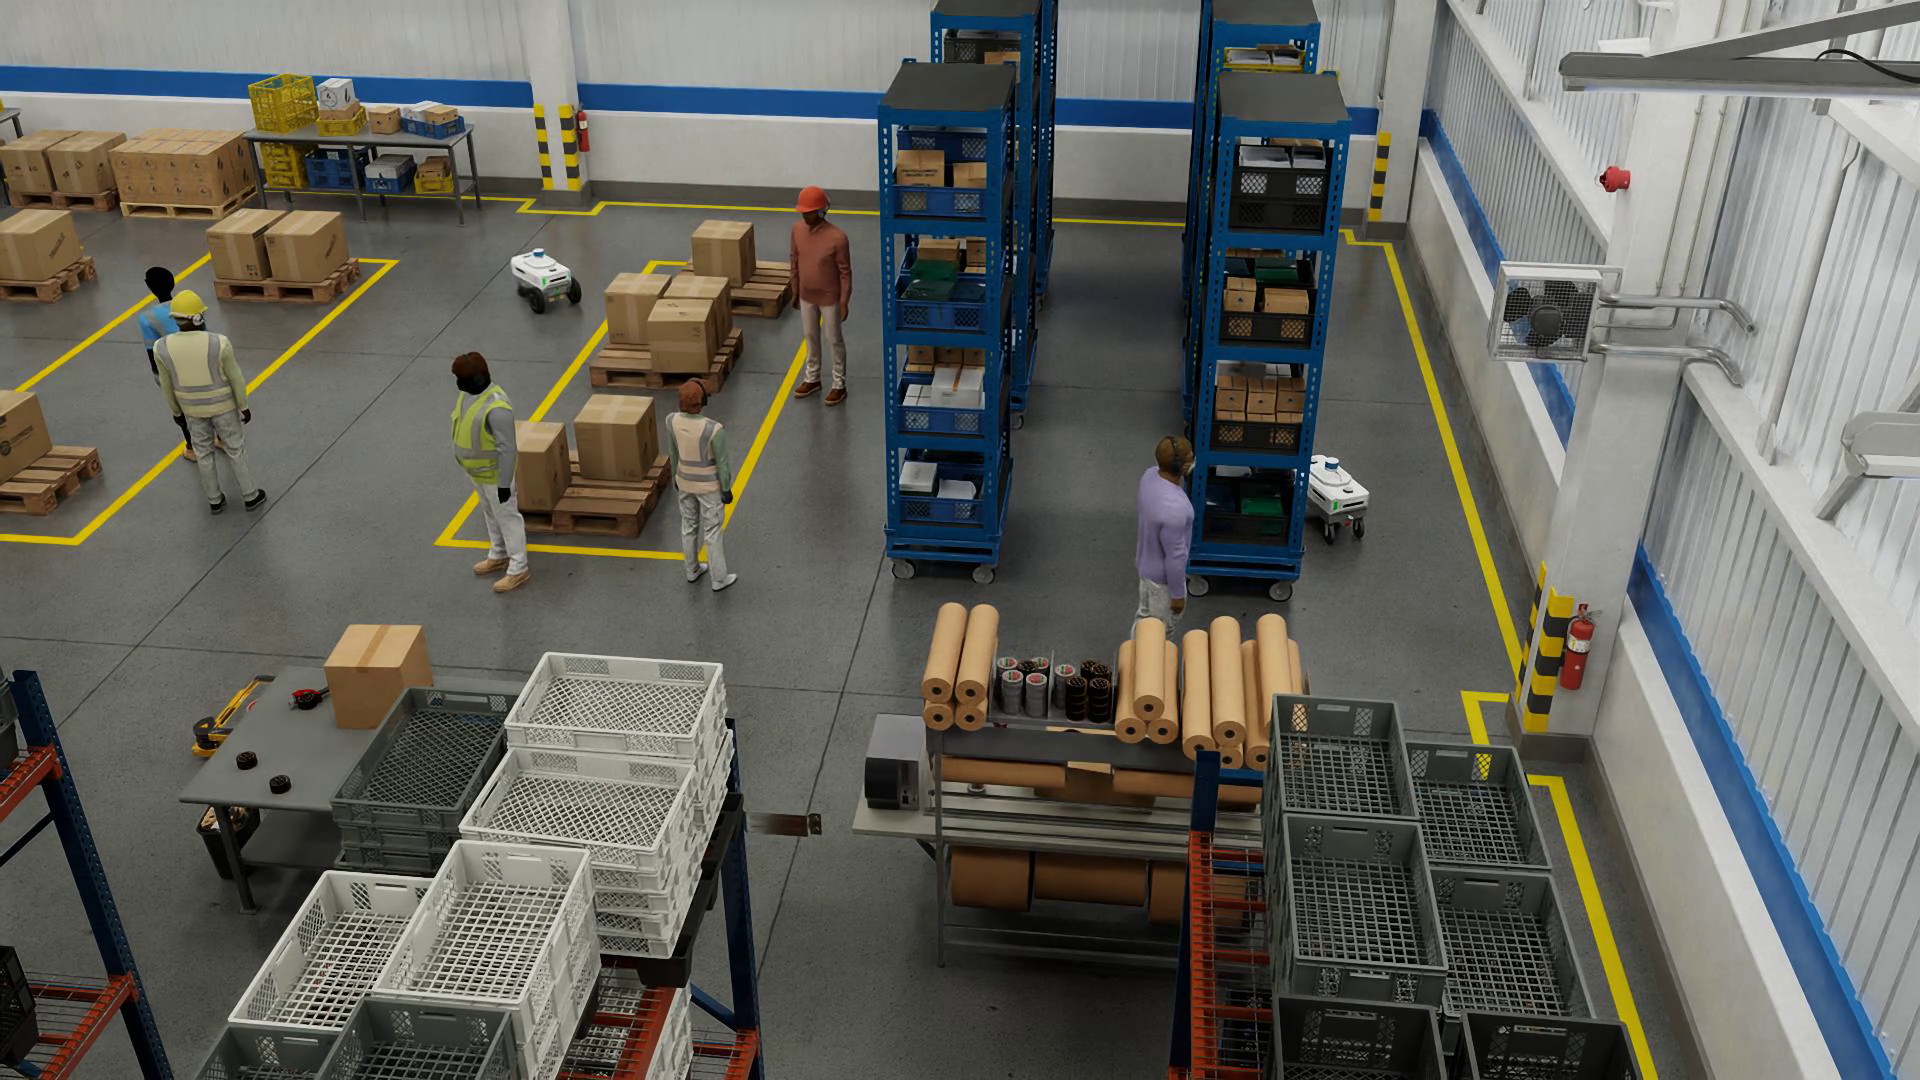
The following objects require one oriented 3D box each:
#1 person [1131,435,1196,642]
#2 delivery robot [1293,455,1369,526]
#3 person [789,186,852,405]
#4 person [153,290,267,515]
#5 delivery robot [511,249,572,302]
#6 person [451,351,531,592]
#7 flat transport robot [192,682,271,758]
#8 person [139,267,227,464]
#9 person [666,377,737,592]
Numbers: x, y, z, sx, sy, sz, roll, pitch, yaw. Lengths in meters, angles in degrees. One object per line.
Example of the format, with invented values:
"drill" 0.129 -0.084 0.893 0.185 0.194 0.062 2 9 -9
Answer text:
"person" 1.309 0.204 10.650 0.371 1.940 0.630 -6 31 -10
"delivery robot" 2.879 -0.409 12.979 0.477 0.478 0.707 -11 32 -18
"person" -1.242 -2.154 14.645 0.618 1.993 0.396 17 34 27
"person" -5.836 -1.059 12.931 0.600 1.823 0.403 -4 31 -8
"delivery robot" -4.277 -2.728 16.962 0.477 0.478 0.707 -24 38 -35
"person" -3.391 -0.506 11.971 0.429 1.838 0.622 -21 36 -32
"flat transport robot" -4.089 1.163 10.648 1.431 0.197 0.652 3 30 6
"person" -6.408 -1.443 13.725 0.319 1.694 0.535 26 39 37
"person" -1.867 -0.394 11.979 0.514 1.634 0.313 16 34 25
